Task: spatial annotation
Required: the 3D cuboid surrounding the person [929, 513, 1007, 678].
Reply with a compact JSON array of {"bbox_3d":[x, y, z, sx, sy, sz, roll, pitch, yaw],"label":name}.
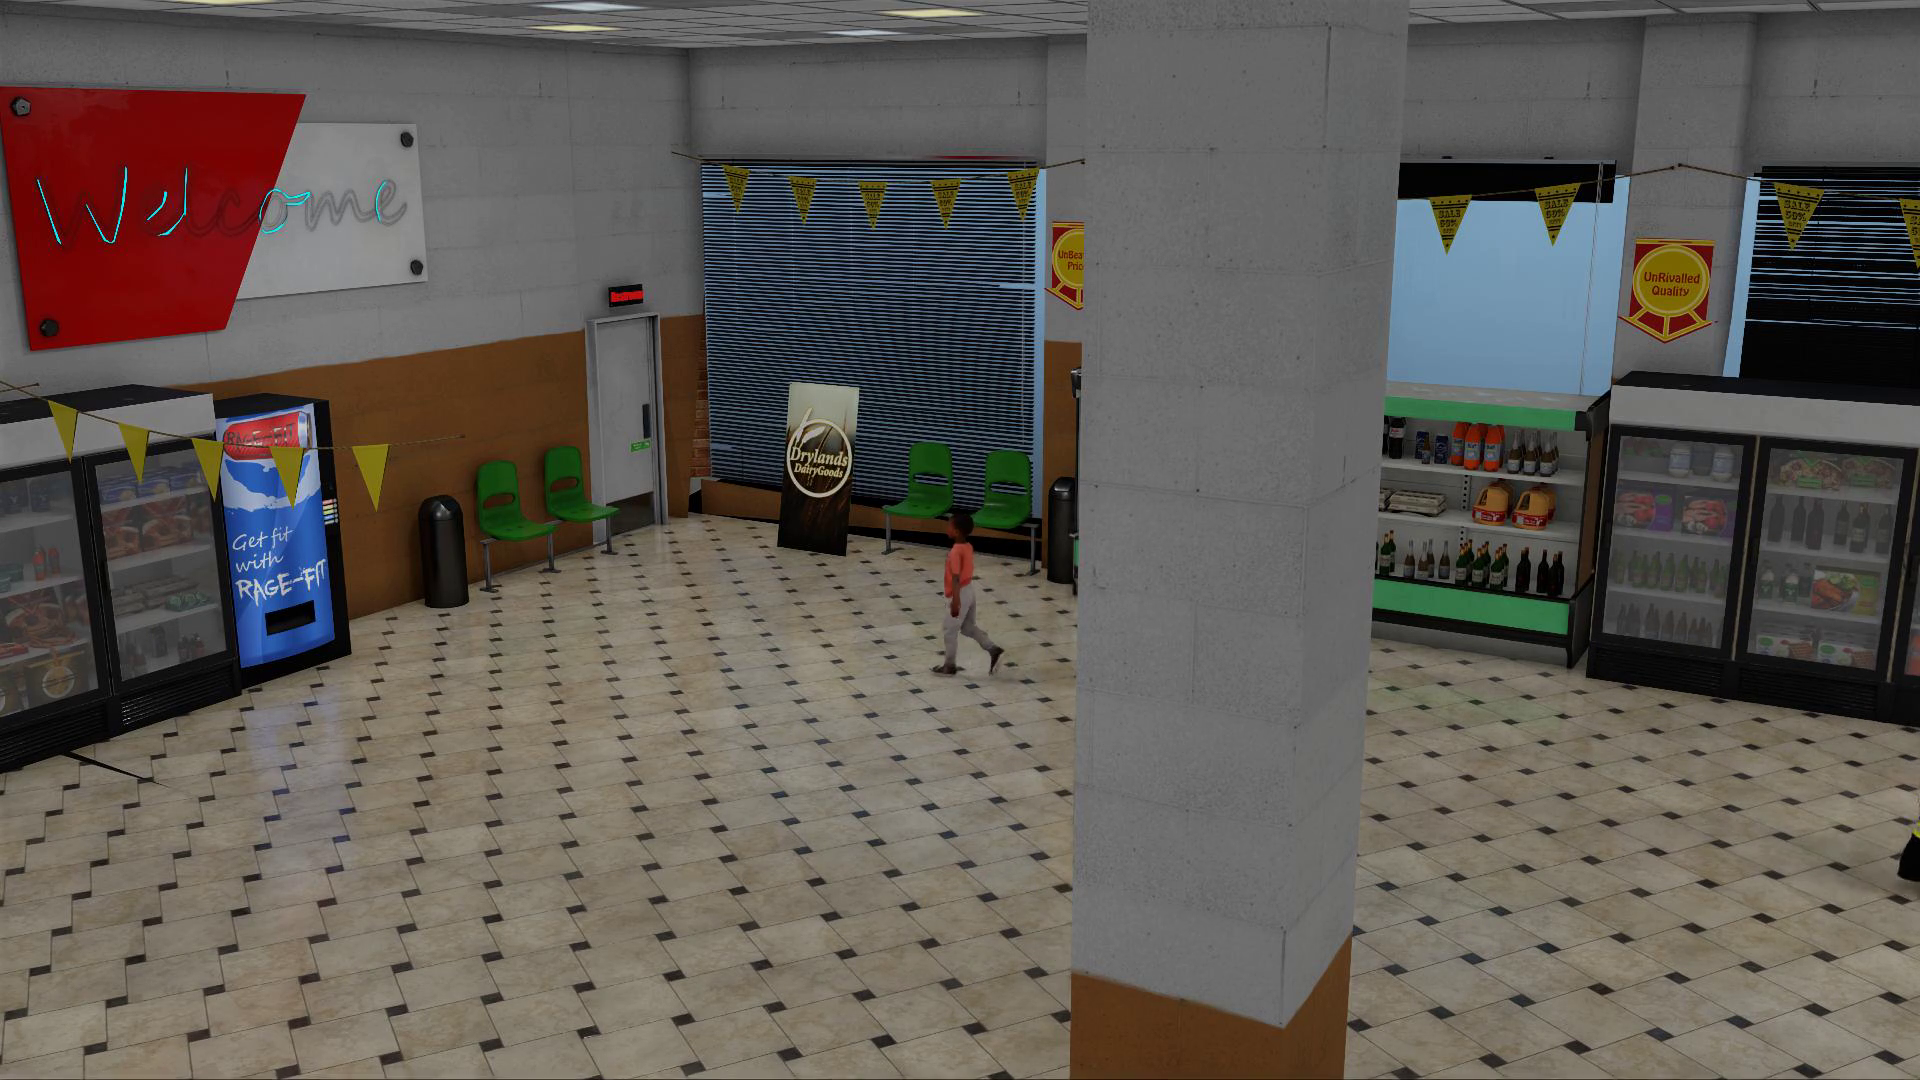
[{"bbox_3d":[0.070,0.443,12.831,0.852,1.293,0.550,6,15,22],"label":"person"}]
